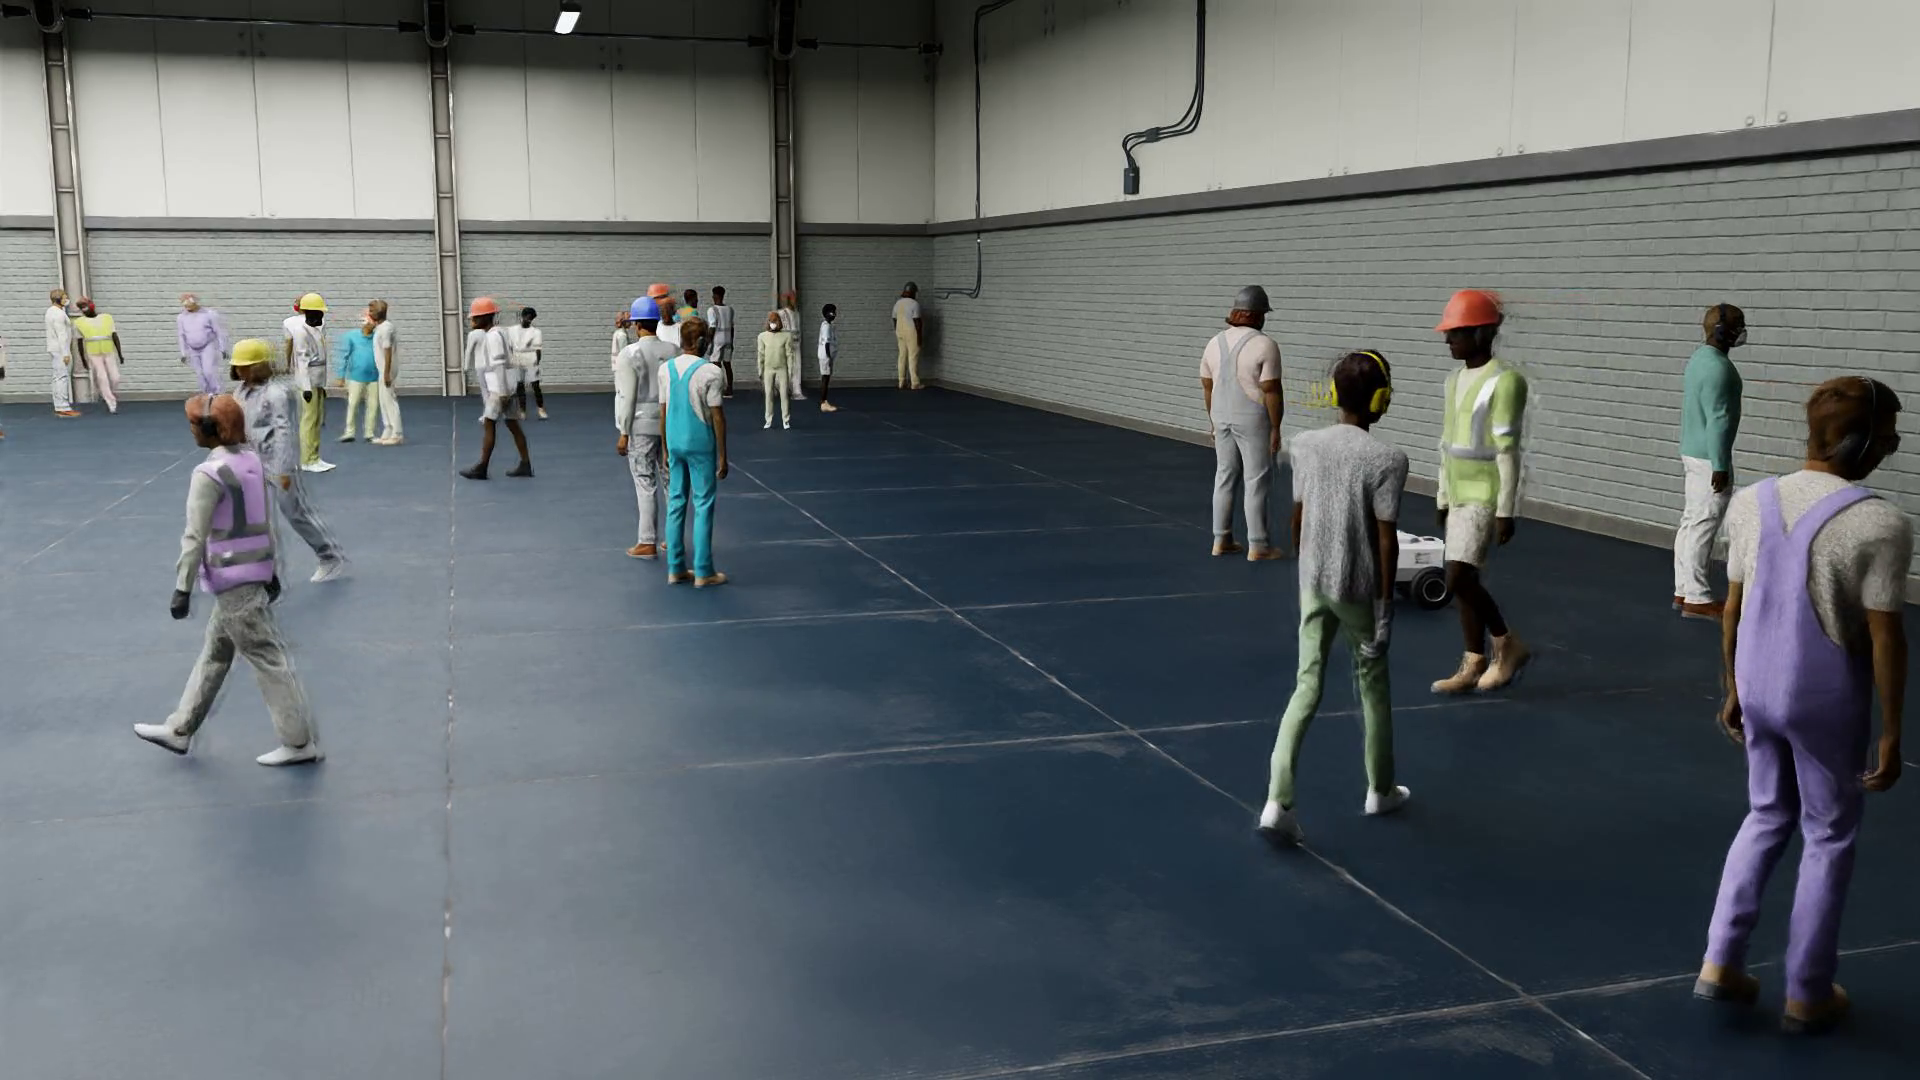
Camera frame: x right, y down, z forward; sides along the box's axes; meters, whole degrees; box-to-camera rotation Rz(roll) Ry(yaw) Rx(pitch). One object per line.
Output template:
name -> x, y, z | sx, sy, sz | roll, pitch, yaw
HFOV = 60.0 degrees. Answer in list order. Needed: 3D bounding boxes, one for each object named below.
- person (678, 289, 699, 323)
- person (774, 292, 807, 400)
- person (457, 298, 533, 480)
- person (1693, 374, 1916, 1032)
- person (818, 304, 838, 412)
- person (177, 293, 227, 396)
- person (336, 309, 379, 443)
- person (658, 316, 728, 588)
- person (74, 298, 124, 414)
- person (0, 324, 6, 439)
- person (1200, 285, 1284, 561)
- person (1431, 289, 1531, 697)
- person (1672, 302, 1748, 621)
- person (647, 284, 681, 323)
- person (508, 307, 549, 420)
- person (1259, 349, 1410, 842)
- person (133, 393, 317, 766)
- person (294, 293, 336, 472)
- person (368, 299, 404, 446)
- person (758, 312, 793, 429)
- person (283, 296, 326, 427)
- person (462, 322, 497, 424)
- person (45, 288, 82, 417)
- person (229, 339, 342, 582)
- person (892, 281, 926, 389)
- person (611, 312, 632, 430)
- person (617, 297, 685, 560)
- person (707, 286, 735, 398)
person -> -4.474, -3.189, 27.589 | 0.428, 1.916, 0.595 | -6, 11, -34
person -> -2.957, -3.359, 28.779 | 0.623, 1.870, 0.590 | 6, 11, 33
person -> -4.866, -1.561, 17.296 | 0.798, 1.888, 0.579 | -2, 9, -11
person -> 2.322, 0.461, 4.537 | 0.467, 1.828, 0.546 | -5, 10, -28
person -> -2.084, -2.875, 26.235 | 0.321, 1.699, 0.535 | 0, 9, -2
person -> -12.126, -3.008, 26.604 | 0.745, 1.863, 0.464 | 1, 9, 6
person -> -7.583, -2.071, 21.092 | 0.683, 1.717, 0.324 | -6, 11, -34
person -> -1.792, -0.588, 11.230 | 0.512, 1.835, 0.359 | 4, 10, 24
person -> -13.276, -2.836, 25.672 | 0.627, 1.795, 0.491 | -8, 12, -41
person -> -12.725, -2.269, 21.507 | 0.685, 1.984, 0.463 | -6, 10, -32
person -> 2.162, -0.875, 12.390 | 0.538, 2.000, 0.689 | -8, 12, -40
person -> 2.516, -0.211, 8.187 | 0.438, 2.025, 0.632 | -2, 9, -11
person -> 4.613, -0.484, 10.219 | 0.359, 1.938, 0.635 | 2, 9, 14
person -> -3.971, -2.375, 22.038 | 0.638, 2.010, 0.730 | 9, 12, 44
person -> -6.377, -2.584, 24.469 | 0.620, 1.675, 0.324 | 3, 9, 16
person -> 1.414, 0.201, 6.219 | 0.512, 1.831, 0.936 | 7, 11, 37
person -> -3.156, 0.179, 7.048 | 0.845, 1.588, 0.543 | 0, 9, -1
person -> -6.990, -1.701, 18.019 | 0.383, 1.924, 0.594 | -1, 9, -6
person -> -7.208, -2.093, 20.829 | 0.364, 1.836, 0.525 | -4, 10, -24
person -> -2.565, -2.354, 23.155 | 0.499, 1.627, 0.280 | 0, 9, 1
person -> -9.192, -2.503, 23.398 | 0.565, 1.846, 0.390 | -7, 11, -37
person -> -6.914, -2.480, 23.979 | 0.632, 1.606, 0.497 | 6, 10, 32
person -> -13.574, -2.821, 25.127 | 0.357, 1.938, 0.637 | -7, 11, -38
person -> -4.597, -0.504, 11.137 | 0.524, 1.692, 0.895 | 4, 10, 25
person -> -0.932, -3.900, 31.687 | 0.536, 2.000, 0.681 | -8, 12, -43
person -> -4.659, -2.331, 22.980 | 0.314, 1.633, 0.523 | -3, 9, -20
person -> -2.299, -0.830, 12.395 | 0.406, 1.945, 0.615 | 8, 12, 41
person -> -4.189, -3.450, 29.054 | 0.361, 1.964, 0.616 | 7, 11, 36
